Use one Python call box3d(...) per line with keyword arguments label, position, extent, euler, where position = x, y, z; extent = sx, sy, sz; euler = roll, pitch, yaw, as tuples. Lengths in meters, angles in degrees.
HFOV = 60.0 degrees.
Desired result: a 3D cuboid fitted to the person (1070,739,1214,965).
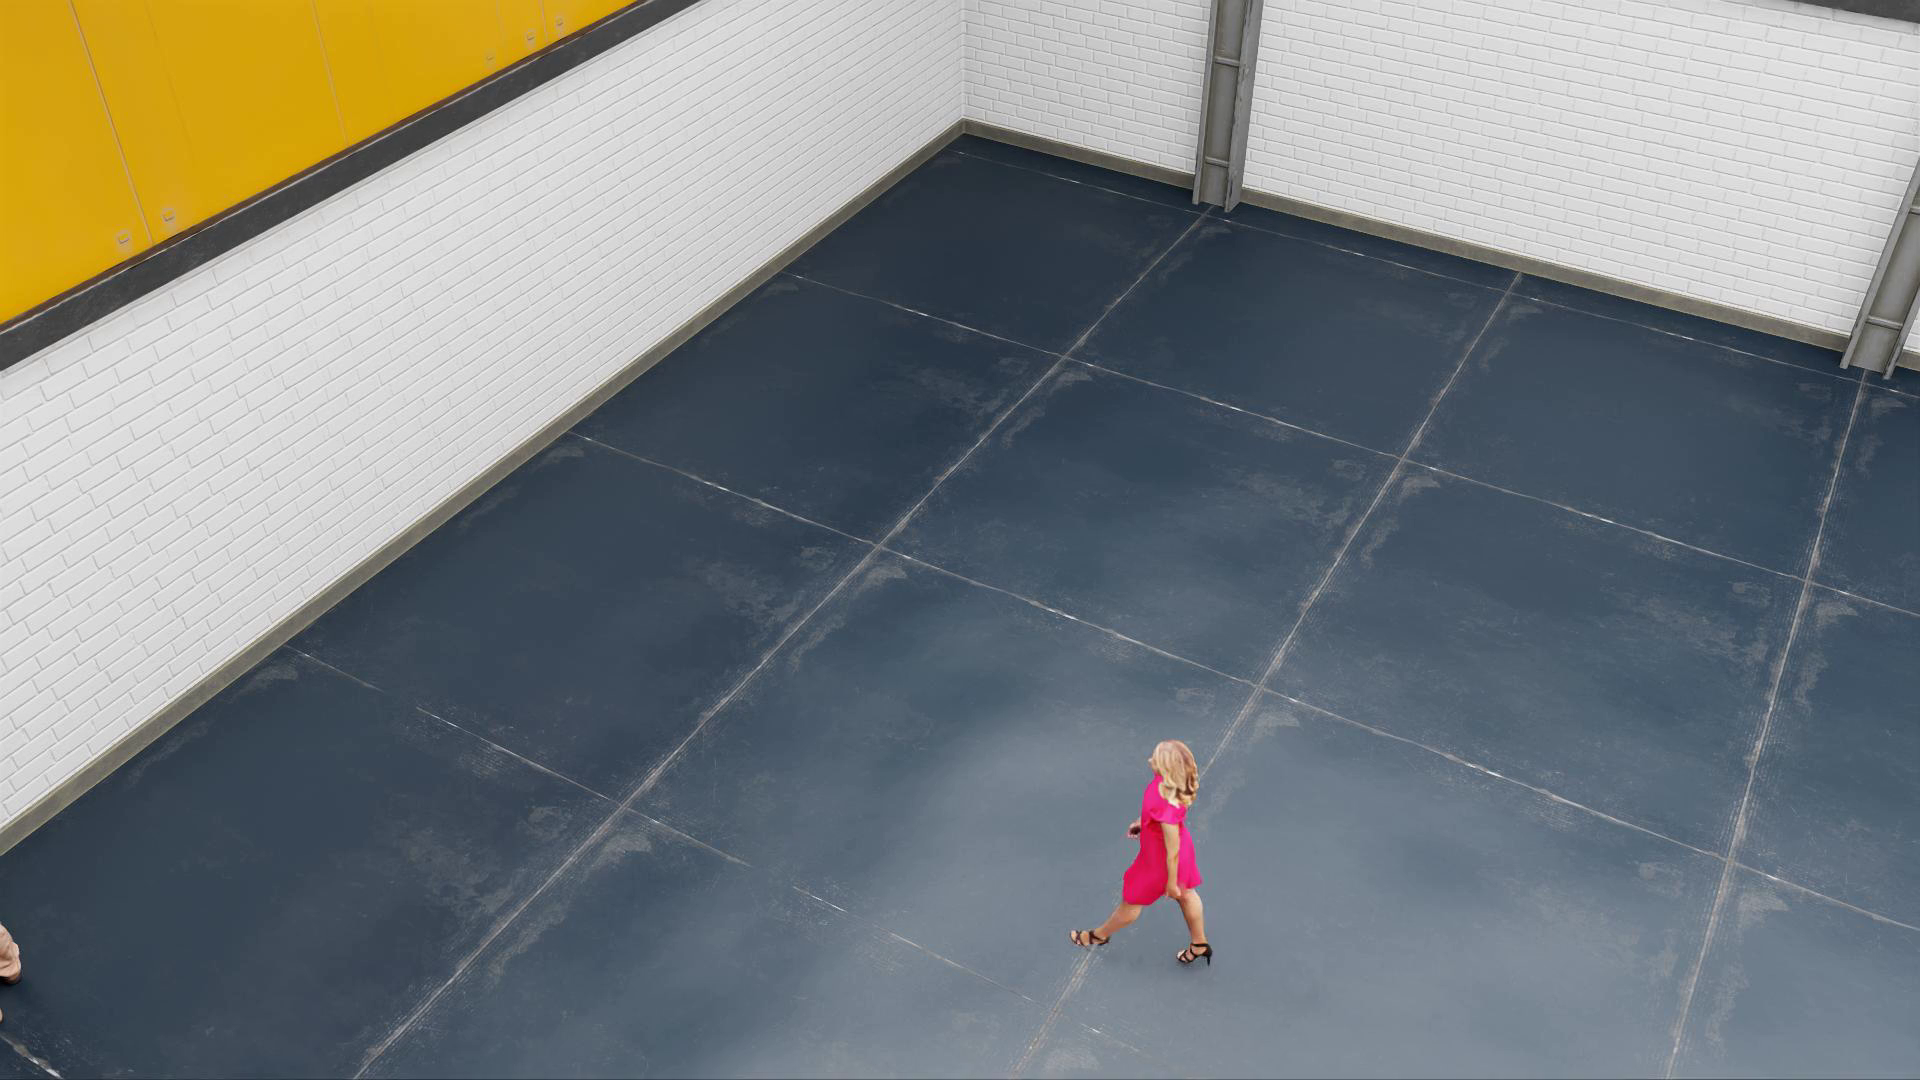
box3d(label="person", position=(1.185, 1.699, 8.846), extent=(1.069, 1.693, 0.735), euler=(11, 40, 13))
